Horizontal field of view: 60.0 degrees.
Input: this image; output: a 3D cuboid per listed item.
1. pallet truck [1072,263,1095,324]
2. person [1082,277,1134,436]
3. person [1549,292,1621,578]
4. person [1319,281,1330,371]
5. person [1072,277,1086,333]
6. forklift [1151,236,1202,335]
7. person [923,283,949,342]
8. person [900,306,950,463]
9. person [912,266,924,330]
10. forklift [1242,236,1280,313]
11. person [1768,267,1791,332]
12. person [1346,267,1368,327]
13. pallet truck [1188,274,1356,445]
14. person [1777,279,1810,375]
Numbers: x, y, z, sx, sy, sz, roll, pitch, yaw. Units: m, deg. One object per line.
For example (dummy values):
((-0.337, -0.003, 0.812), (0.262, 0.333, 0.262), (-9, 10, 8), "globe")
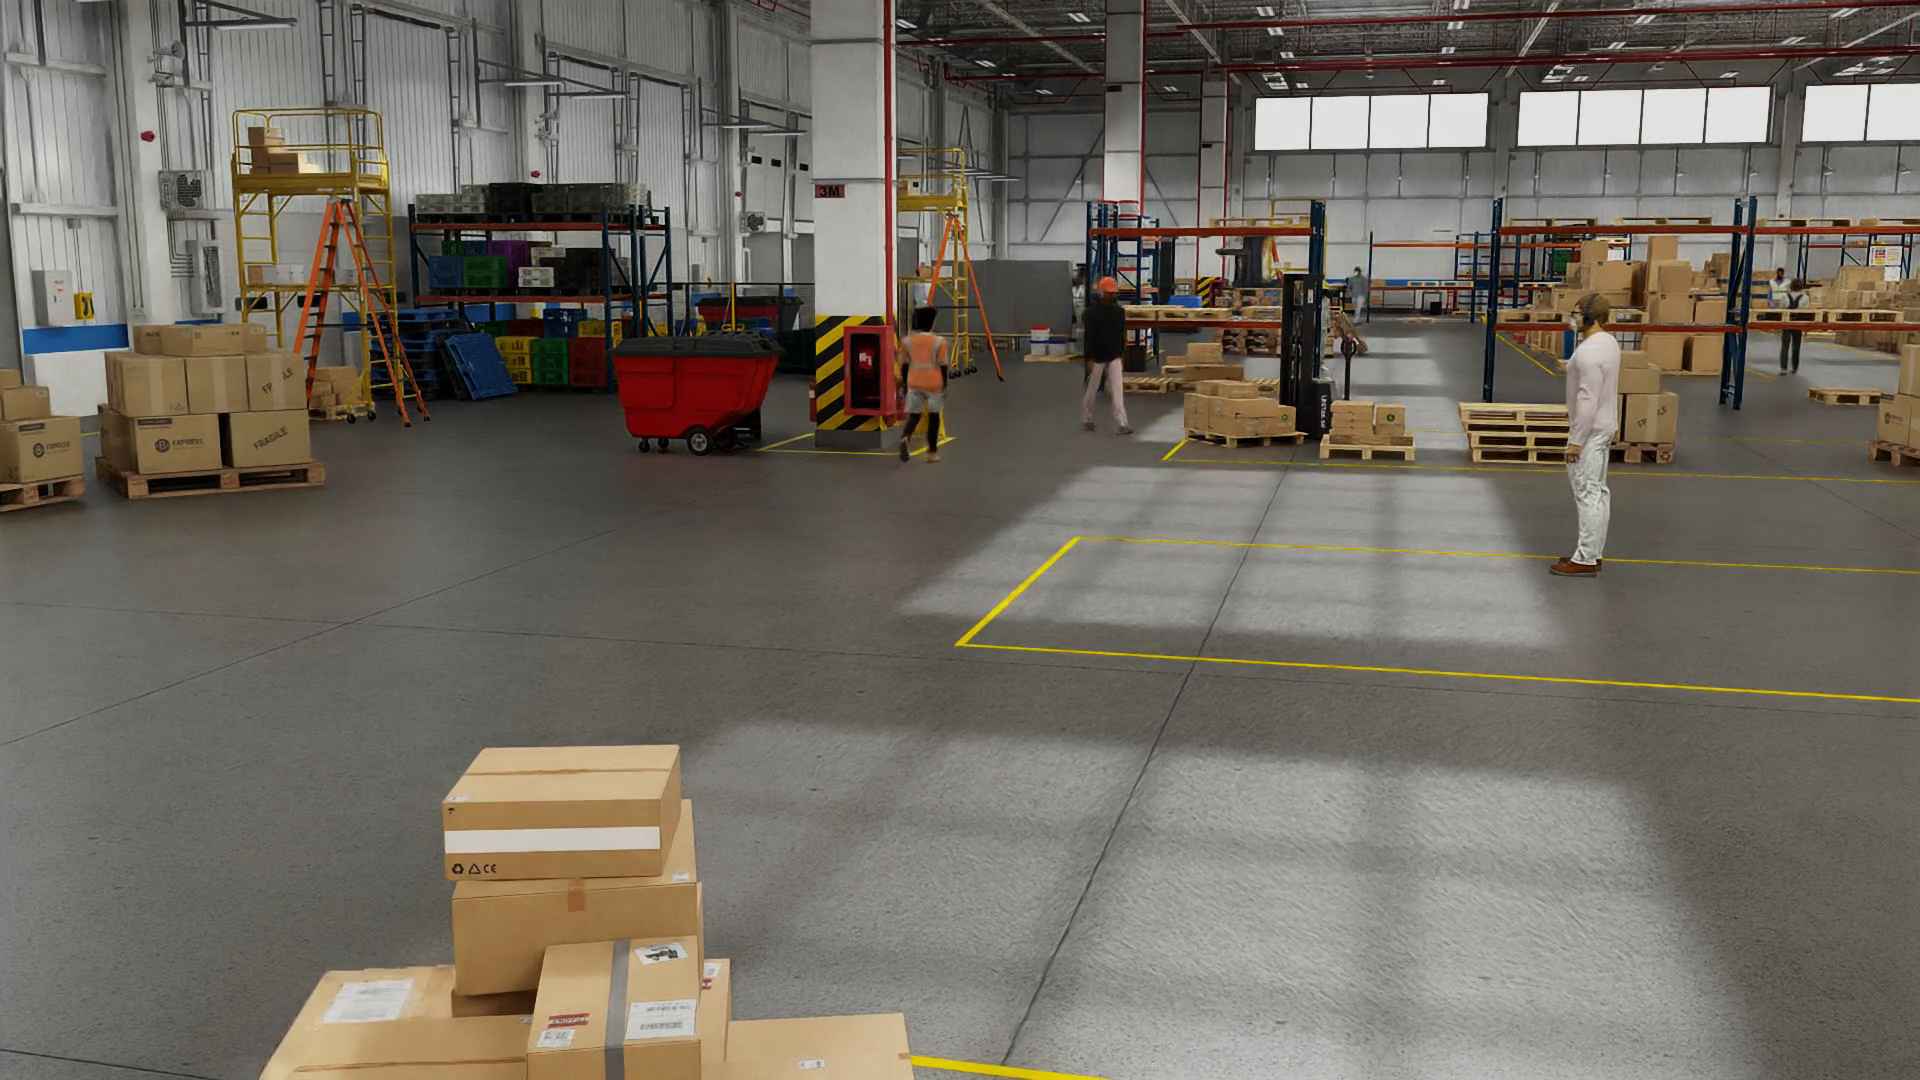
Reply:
((4.325, -8.180, 55.162), (0.823, 1.965, 1.885), (6, 11, 31), "pallet truck")
((1.785, -2.263, 20.512), (0.646, 1.939, 1.044), (-4, 11, -25), "person")
((4.283, -0.711, 11.356), (0.371, 1.941, 0.627), (6, 11, 33), "person")
((6.917, -4.105, 31.940), (0.485, 1.736, 0.322), (-5, 11, -27), "person")
((3.370, -6.769, 47.969), (0.553, 1.613, 0.664), (8, 13, 40), "person")
((5.866, -7.214, 46.878), (1.873, 2.768, 1.129), (2, 10, 14), "forklift")
((-0.610, -5.630, 40.585), (0.600, 1.841, 0.942), (5, 11, 28), "person")
((-0.388, -1.613, 17.440), (0.541, 1.679, 0.583), (3, 10, 18), "person")
((-1.232, -7.334, 50.406), (0.395, 1.929, 0.542), (5, 11, 29), "person")
((8.937, -7.892, 50.871), (1.873, 2.768, 1.129), (-2, 10, -12), "forklift")
((23.623, -6.905, 47.979), (0.600, 1.894, 0.460), (8, 12, 38), "person")
((12.627, -7.730, 52.845), (0.649, 1.897, 1.017), (7, 12, 35), "person")
((3.653, -2.138, 19.590), (1.885, 1.965, 0.823), (-4, 10, -20), "pallet truck")
((15.471, -3.955, 30.906), (0.524, 1.795, 1.010), (6, 11, 31), "person")
